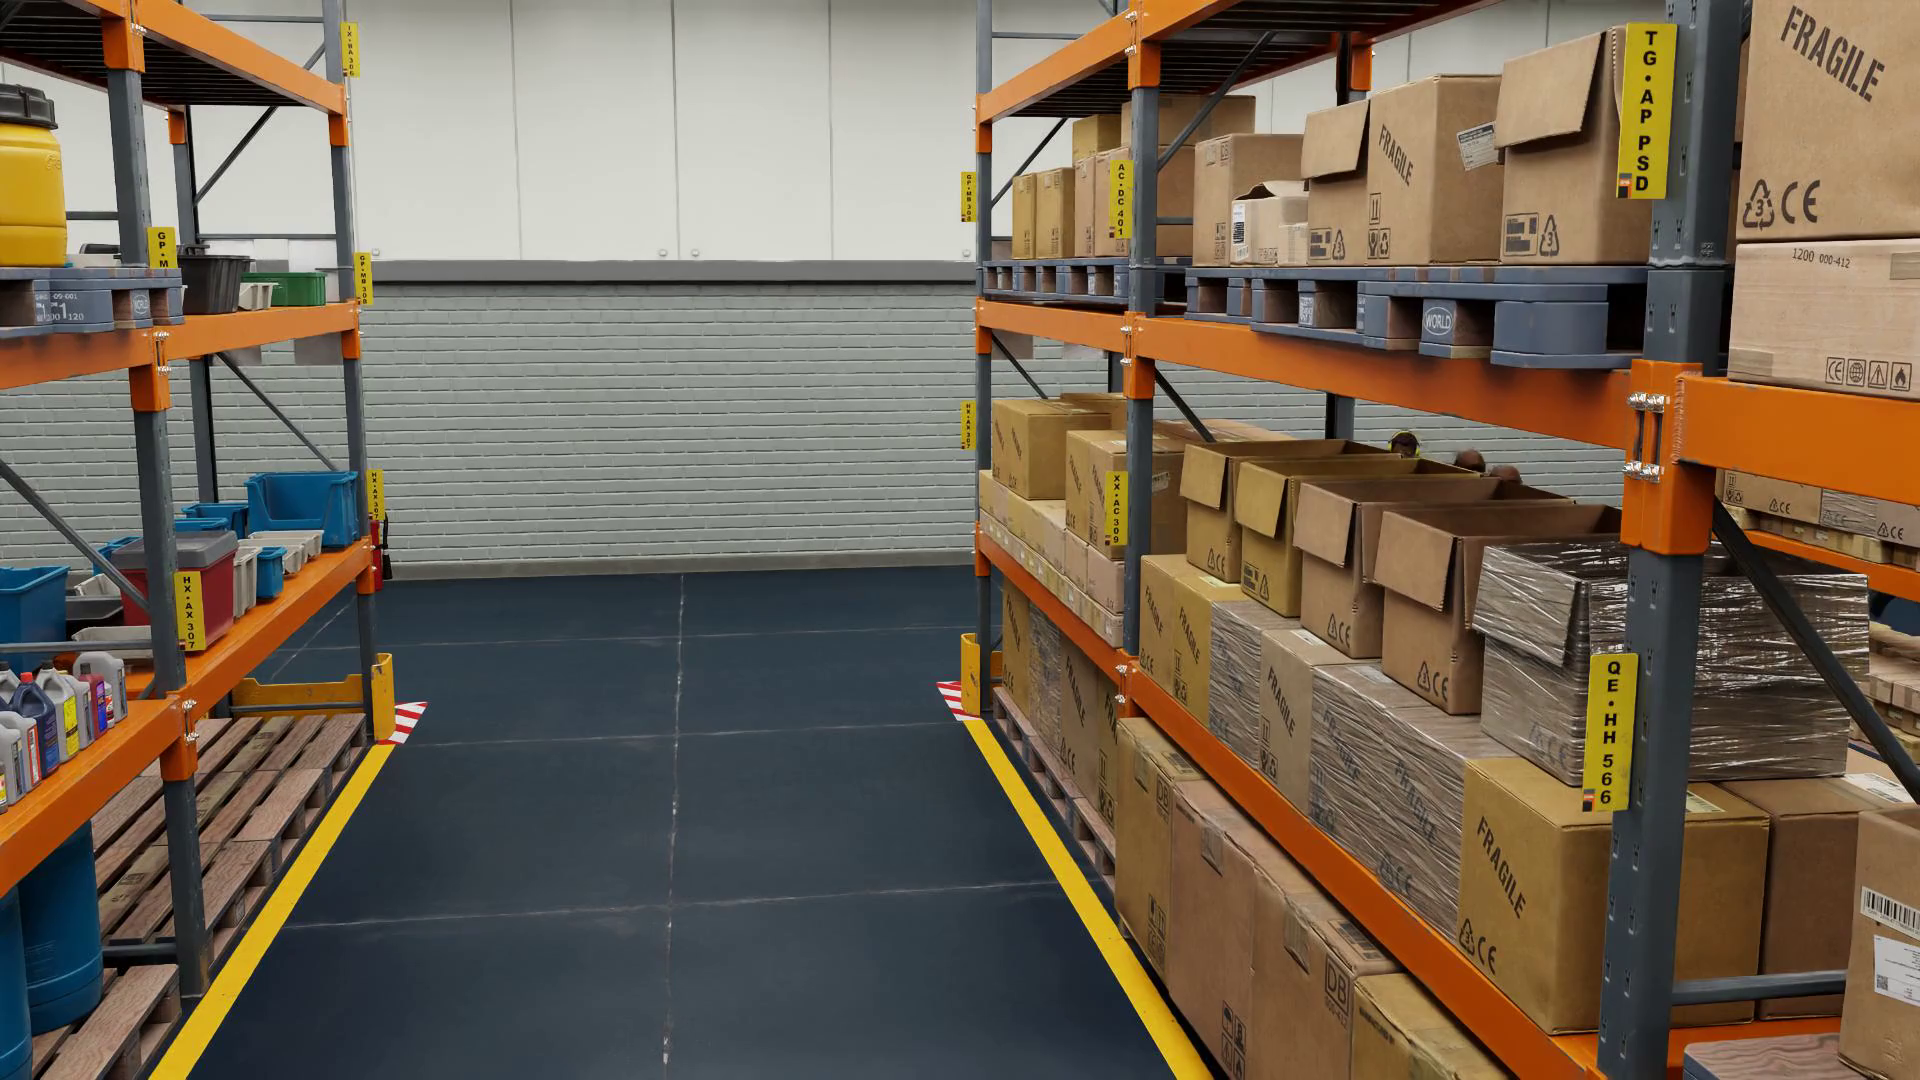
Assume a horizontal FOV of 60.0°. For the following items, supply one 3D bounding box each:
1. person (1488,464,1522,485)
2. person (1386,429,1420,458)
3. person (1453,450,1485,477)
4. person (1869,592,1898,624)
[{"bbox_3d":[3.391,0.425,10.521,0.652,1.829,0.442,0,9,3],"label":"person"},{"bbox_3d":[3.342,0.062,12.719,0.626,1.845,0.494,4,10,25],"label":"person"},{"bbox_3d":[3.505,0.283,11.500,0.627,1.790,0.954,0,9,-1],"label":"person"},{"bbox_3d":[7.695,-0.094,13.300,0.613,1.971,0.855,-2,9,-12],"label":"person"}]
